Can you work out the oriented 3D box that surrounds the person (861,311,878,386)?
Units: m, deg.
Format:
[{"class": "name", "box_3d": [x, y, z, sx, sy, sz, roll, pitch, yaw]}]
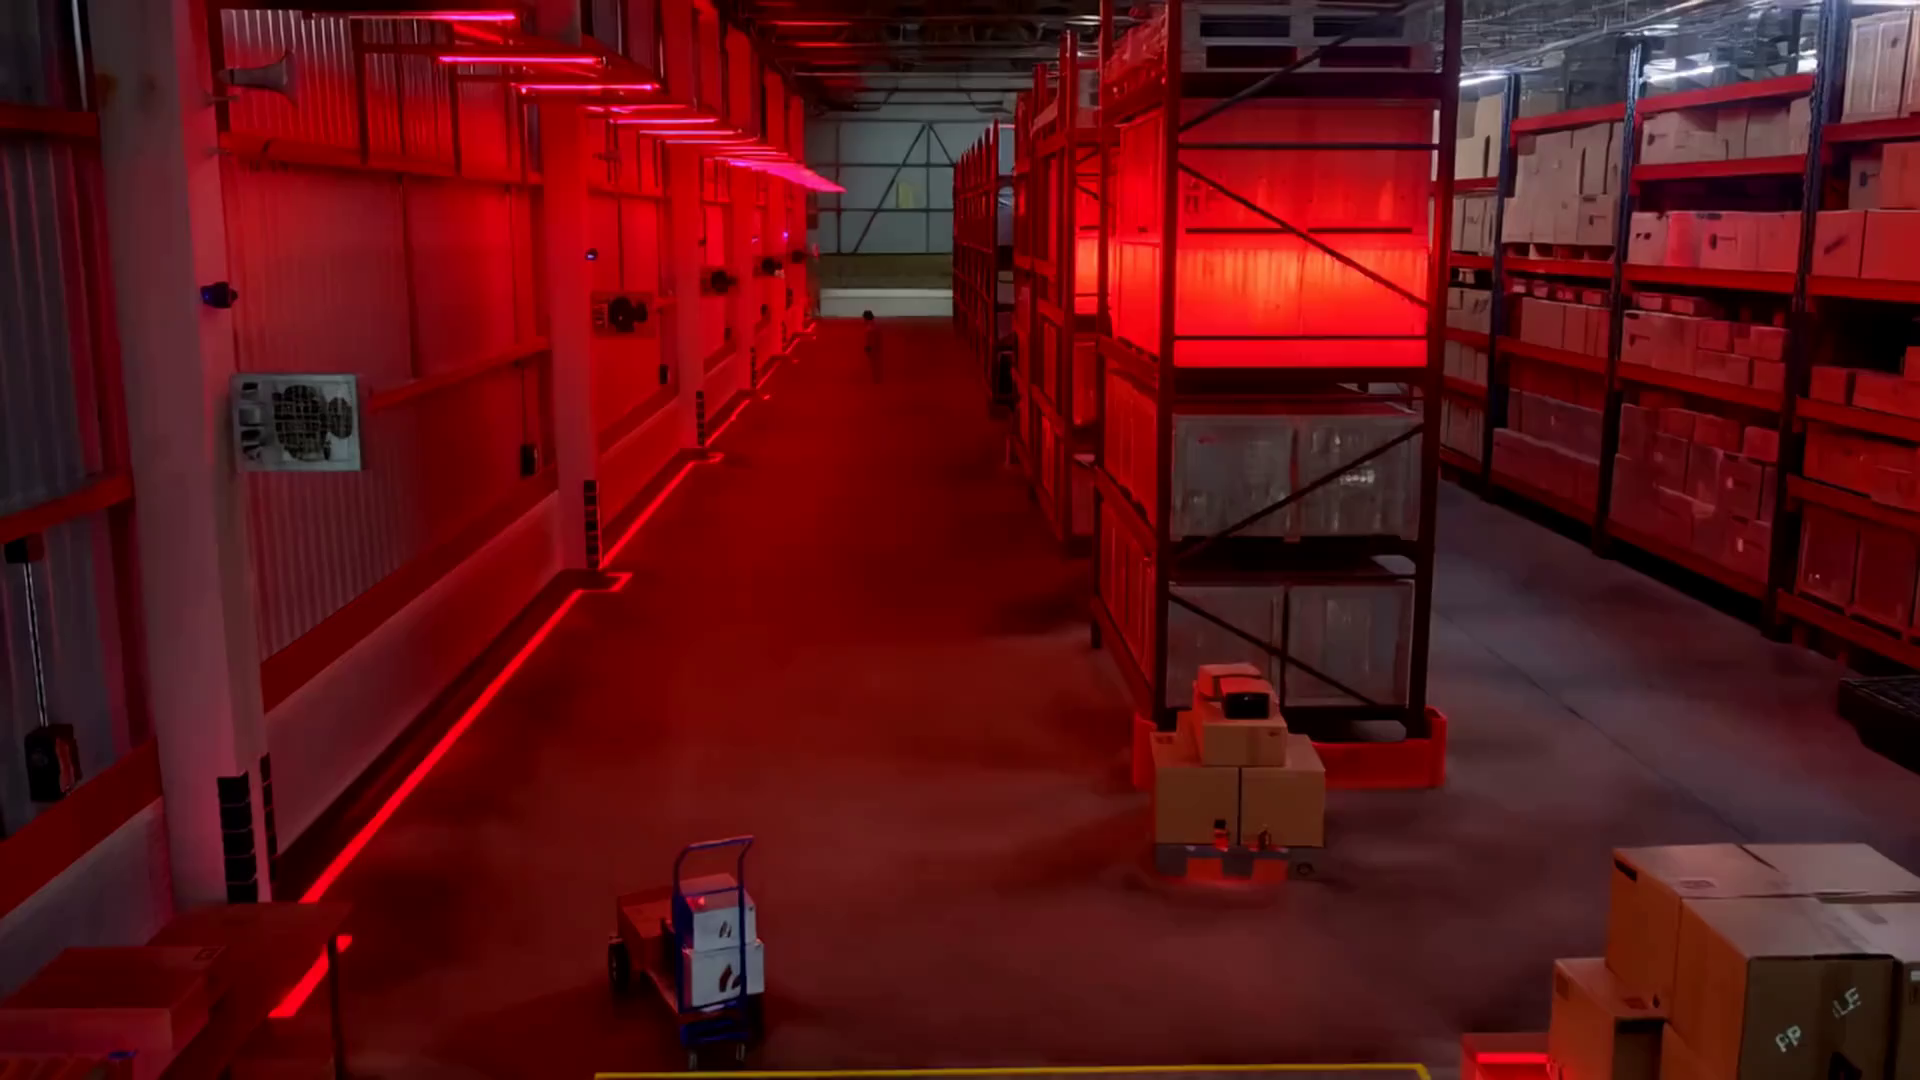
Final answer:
[{"class": "person", "box_3d": [-2.242, -4.747, 41.256, 0.429, 1.841, 0.633, 0, 11, -2]}]
